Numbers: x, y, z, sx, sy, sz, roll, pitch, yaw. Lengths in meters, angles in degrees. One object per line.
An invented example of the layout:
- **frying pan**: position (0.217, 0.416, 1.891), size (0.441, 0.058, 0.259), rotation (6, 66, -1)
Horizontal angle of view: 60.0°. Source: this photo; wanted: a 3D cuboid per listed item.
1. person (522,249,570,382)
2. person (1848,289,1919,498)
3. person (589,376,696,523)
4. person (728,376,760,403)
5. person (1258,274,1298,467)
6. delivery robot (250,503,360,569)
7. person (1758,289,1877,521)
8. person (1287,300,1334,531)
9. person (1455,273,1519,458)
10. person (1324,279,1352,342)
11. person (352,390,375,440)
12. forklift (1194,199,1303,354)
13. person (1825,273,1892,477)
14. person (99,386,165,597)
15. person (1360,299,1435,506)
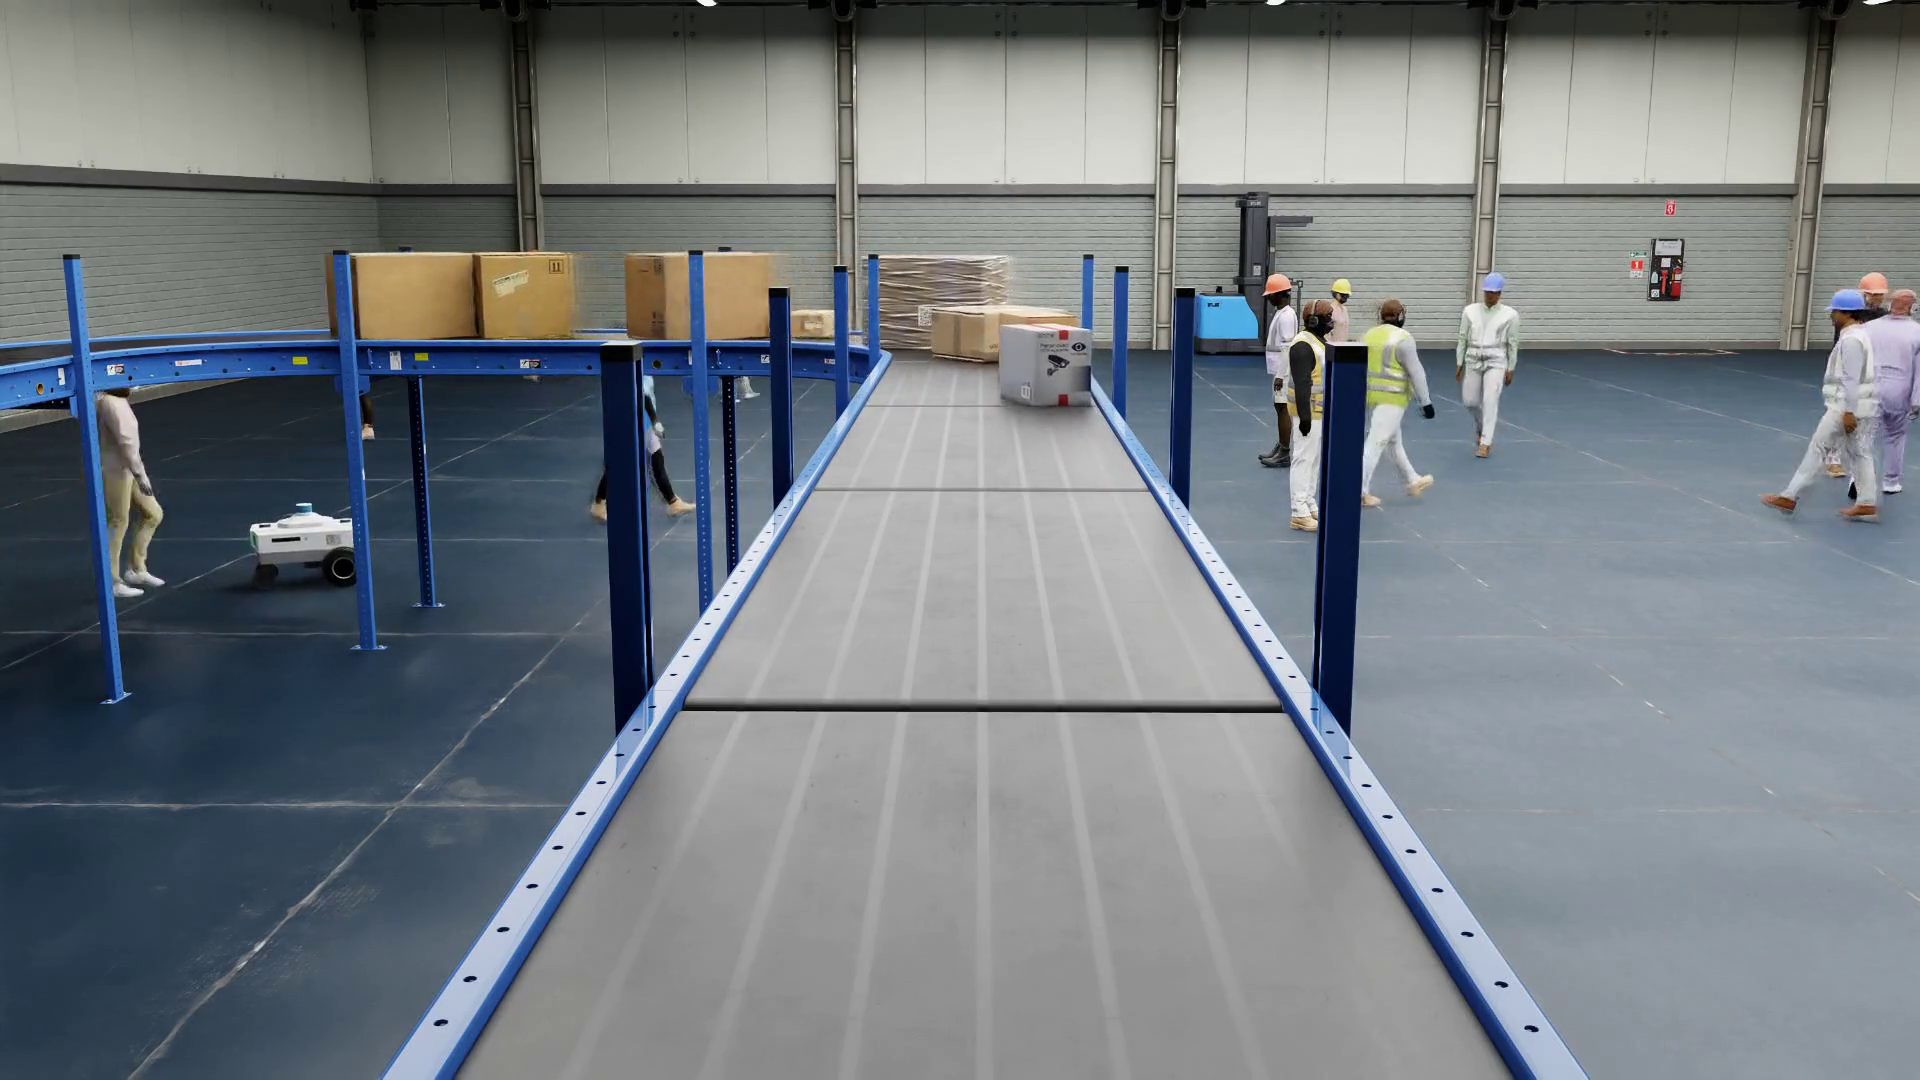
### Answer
- **person**: position (-6.350, -3.418, 25.376), size (0.869, 2.017, 0.619), rotation (8, 13, 35)
- **person**: position (8.295, -1.308, 14.919), size (0.683, 1.871, 0.939), rotation (9, 14, 39)
- **person**: position (-2.662, -0.965, 13.704), size (0.916, 1.653, 0.533), rotation (-2, 11, -8)
- **person**: position (-2.923, -2.668, 22.515), size (0.761, 1.607, 0.538), rotation (-9, 14, -39)
- **person**: position (3.222, -1.716, 16.837), size (0.371, 1.928, 0.543), rotation (2, 11, 8)
- **delivery robot**: position (-4.513, -0.011, 11.480), size (0.707, 0.478, 0.477), rotation (-4, 12, -19)
- **person**: position (7.246, -1.126, 13.865), size (0.969, 1.897, 0.636), rotation (7, 13, 33)
- **person**: position (2.870, -1.017, 13.469), size (0.429, 1.844, 0.622), rotation (5, 12, 25)
- **person**: position (5.578, -1.860, 17.578), size (0.620, 1.925, 0.660), rotation (7, 13, 33)
- **person**: position (4.544, -2.254, 20.039), size (0.331, 1.759, 0.533), rotation (8, 13, 35)
- **person**: position (-6.818, -1.987, 18.812), size (0.319, 1.698, 0.539), rotation (-4, 12, -19)
- **forklift**: position (5.313, -4.851, 30.603), size (1.873, 2.768, 1.129), rotation (0, 11, 1)
- **person**: position (8.709, -1.579, 16.060), size (0.624, 1.973, 0.500), rotation (-1, 11, -7)
- **person**: position (-5.498, -0.414, 10.987), size (0.508, 1.606, 0.512), rotation (-4, 12, -21)
- **person**: position (3.810, -1.208, 14.586), size (1.002, 1.772, 0.684), rotation (-4, 12, -19)
